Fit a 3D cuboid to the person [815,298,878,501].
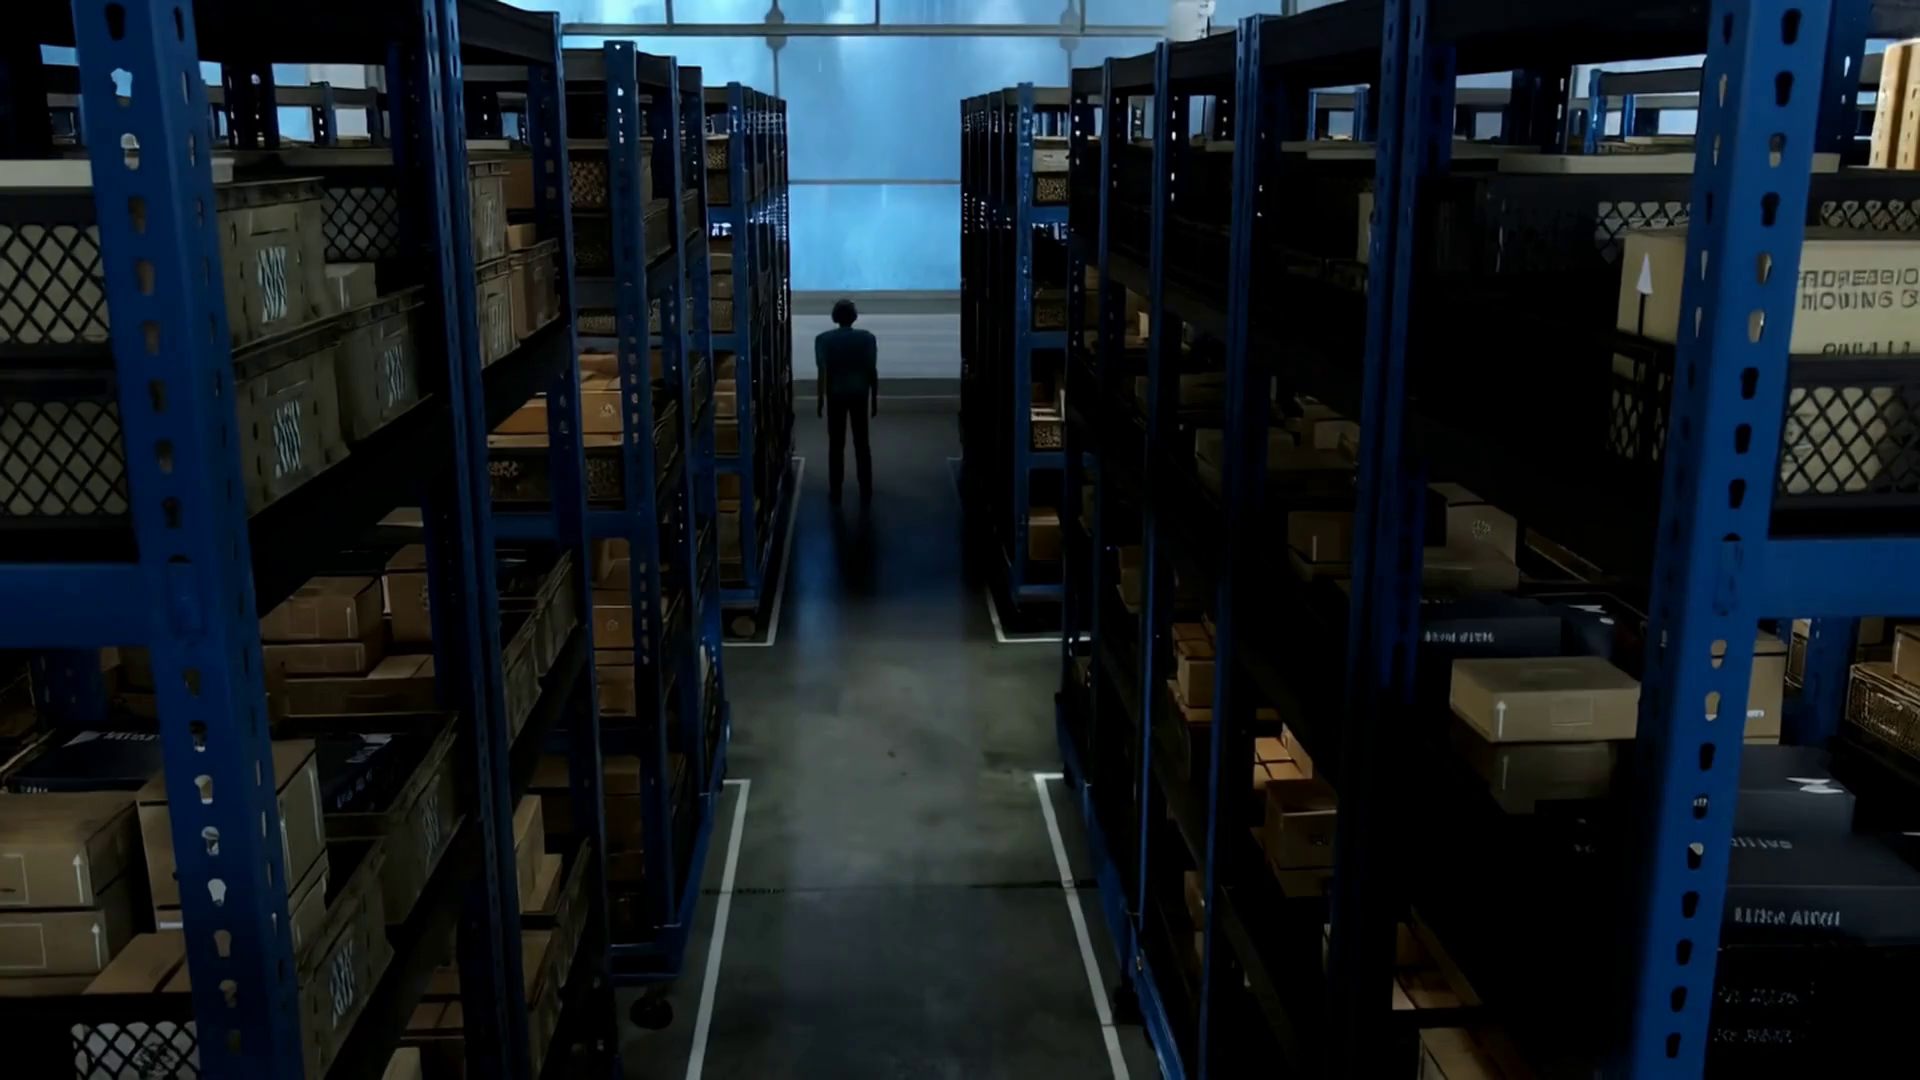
[{"bbox_3d":[-1.023,-1.258,15.050,0.564,1.837,0.388,-2,14,-7],"label":"person"}]
